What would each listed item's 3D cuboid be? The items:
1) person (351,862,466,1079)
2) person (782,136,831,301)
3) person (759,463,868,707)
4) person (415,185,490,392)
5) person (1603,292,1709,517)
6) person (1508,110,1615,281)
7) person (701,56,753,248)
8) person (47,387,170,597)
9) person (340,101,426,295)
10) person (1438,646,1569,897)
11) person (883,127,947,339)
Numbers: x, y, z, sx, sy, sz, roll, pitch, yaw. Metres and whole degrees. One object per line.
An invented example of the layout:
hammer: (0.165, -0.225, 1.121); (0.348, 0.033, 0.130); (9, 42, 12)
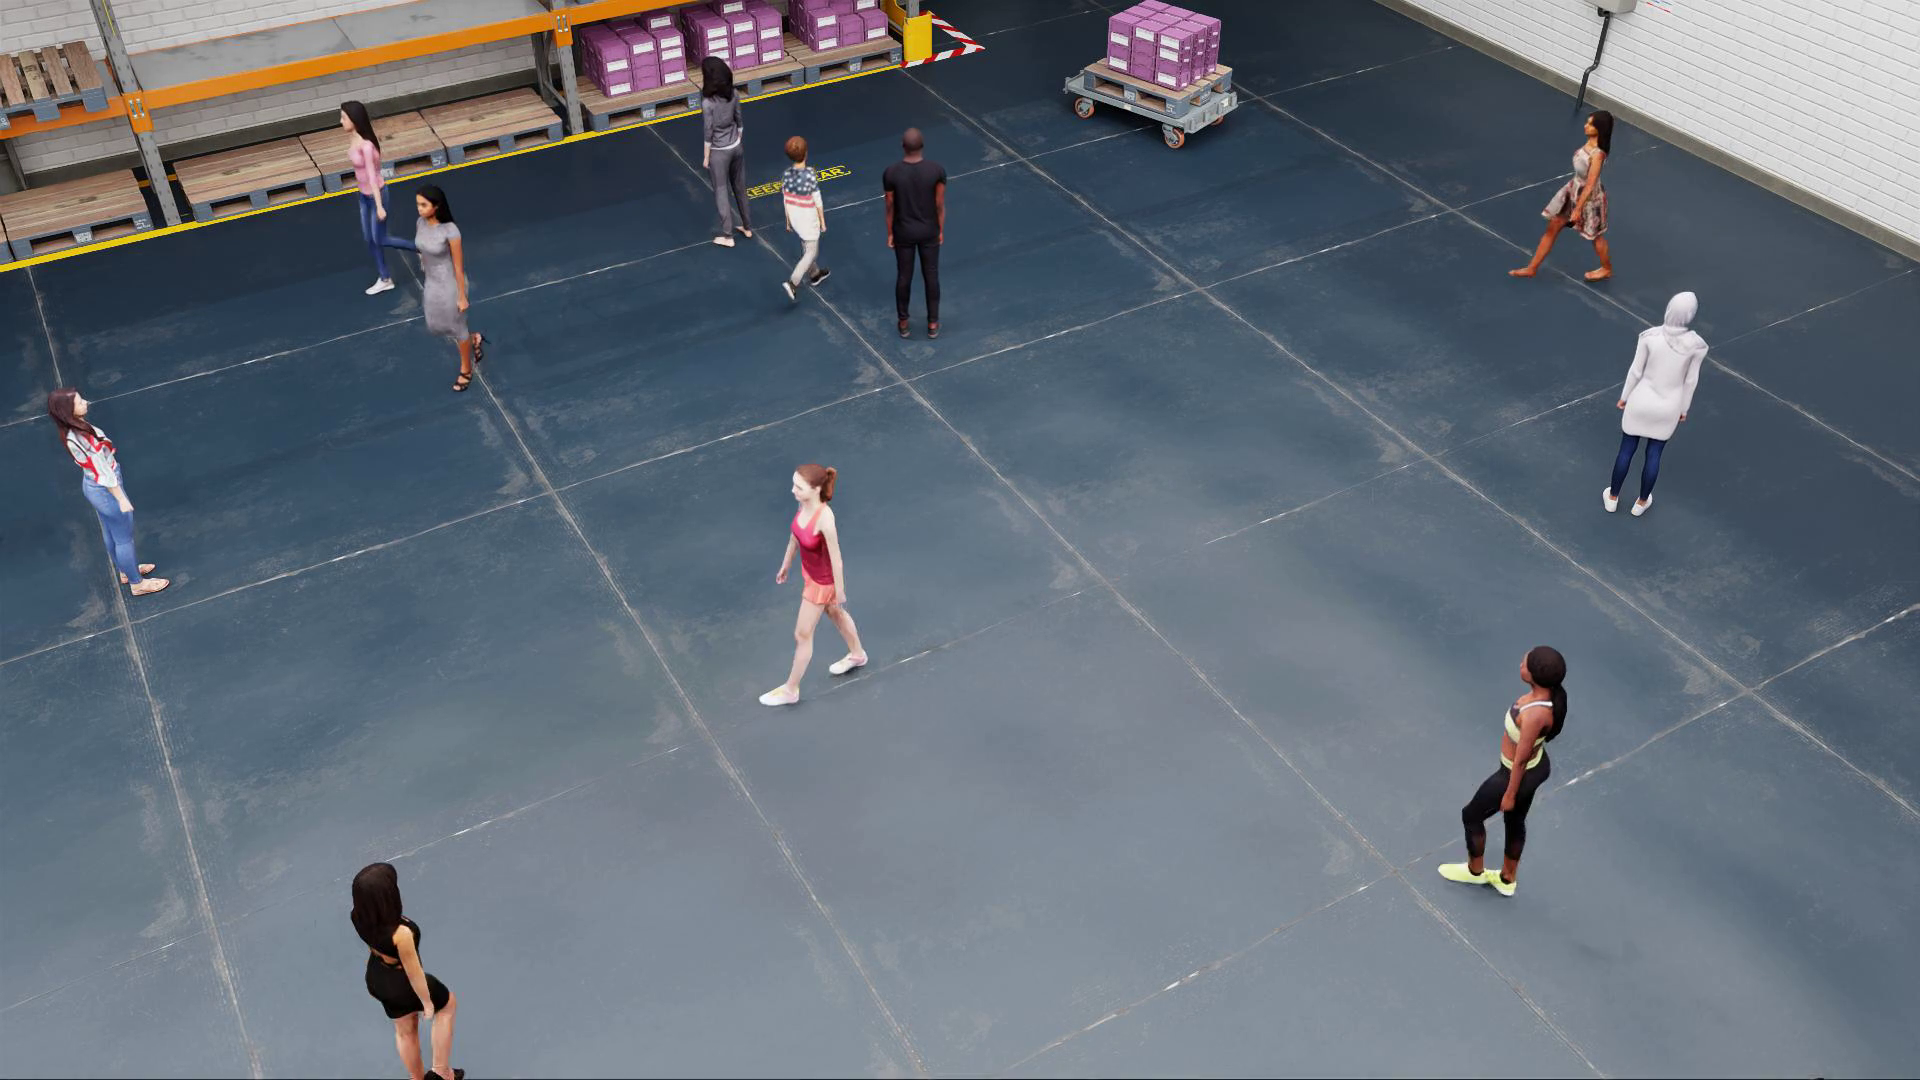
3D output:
person: (-2.729, 2.191, 7.950); (0.662, 1.640, 0.701); (18, 42, 21)
person: (-1.368, -2.747, 14.309); (0.801, 1.421, 0.982); (22, 44, 25)
person: (-0.794, 0.212, 10.366); (1.032, 1.718, 0.621); (-16, 41, -19)
person: (-3.973, -2.004, 13.098); (0.776, 1.771, 0.854); (20, 43, 23)
person: (4.913, -0.954, 11.780); (0.703, 1.775, 0.735); (14, 41, 17)
person: (5.482, -2.919, 14.386); (1.213, 1.593, 0.999); (1, 39, 1)
person: (-2.119, -3.494, 14.971); (0.716, 1.762, 0.550); (30, 48, 32)
person: (-5.733, -0.335, 11.134); (0.577, 1.614, 0.626); (-29, 47, -31)
person: (-4.979, -2.957, 14.327); (0.919, 1.727, 0.663); (-26, 45, -29)
person: (3.098, 1.310, 8.972); (0.782, 1.742, 0.706); (24, 45, 27)
person: (-0.357, -2.515, 13.704); (0.699, 1.813, 0.817); (0, 39, 0)
